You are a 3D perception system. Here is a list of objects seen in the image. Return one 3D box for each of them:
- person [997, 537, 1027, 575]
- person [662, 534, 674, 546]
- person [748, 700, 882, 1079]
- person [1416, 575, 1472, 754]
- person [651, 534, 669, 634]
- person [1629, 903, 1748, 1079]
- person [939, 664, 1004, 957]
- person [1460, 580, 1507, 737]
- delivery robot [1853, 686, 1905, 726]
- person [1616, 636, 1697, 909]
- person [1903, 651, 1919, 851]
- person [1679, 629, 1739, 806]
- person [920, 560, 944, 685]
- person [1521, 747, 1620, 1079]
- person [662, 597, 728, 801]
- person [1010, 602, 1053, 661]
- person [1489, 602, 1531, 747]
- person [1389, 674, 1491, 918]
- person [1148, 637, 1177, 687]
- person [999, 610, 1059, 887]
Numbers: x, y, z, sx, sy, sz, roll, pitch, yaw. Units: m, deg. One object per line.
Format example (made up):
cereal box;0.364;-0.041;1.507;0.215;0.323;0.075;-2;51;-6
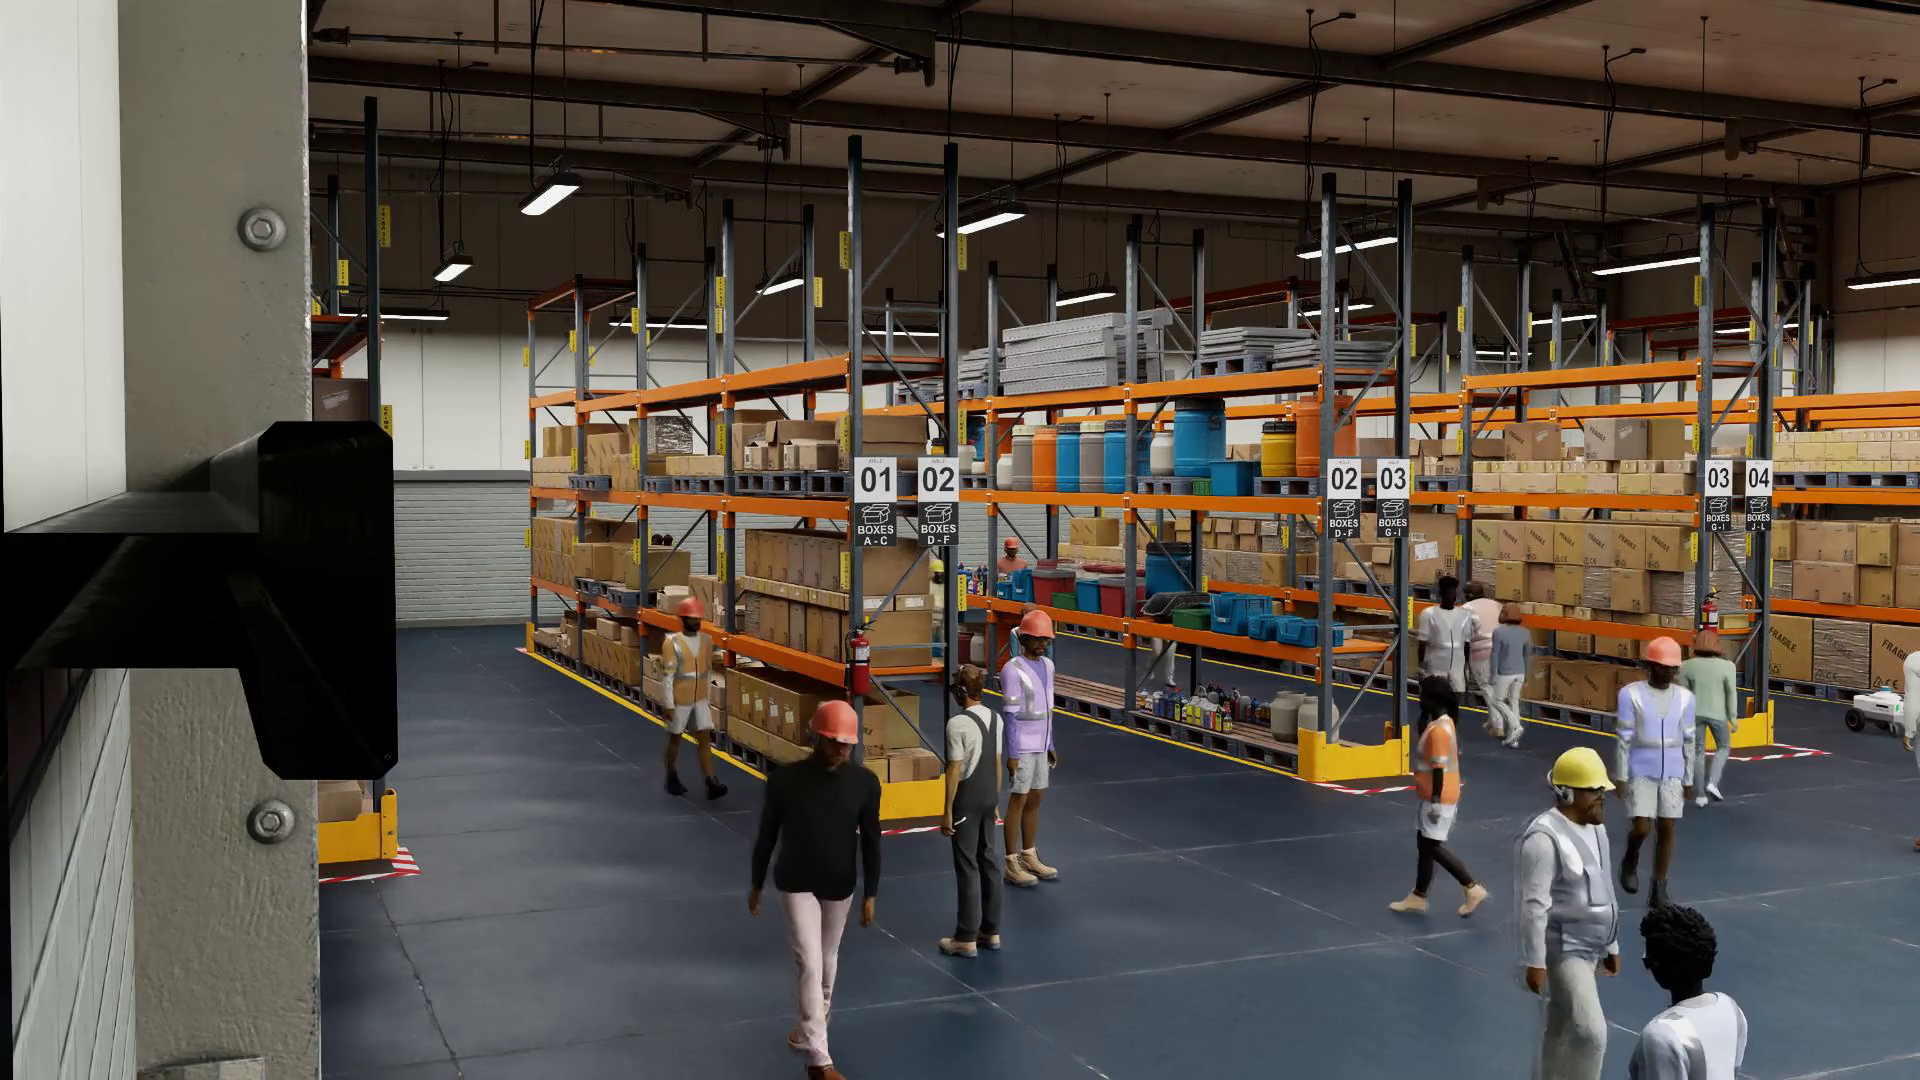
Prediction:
person;0.844;0.942;29.557;0.613;1.995;0.391;-1;2;-21
person;-5.619;0.822;34.441;0.535;1.859;0.309;-1;3;-29
person;-0.749;1.760;9.237;0.654;1.929;0.987;-1;2;-17
person;5.305;1.347;19.711;0.627;1.941;0.753;0;2;-7
person;-5.555;0.846;33.046;0.600;1.917;0.358;2;3;43
person;2.299;2.006;5.687;0.532;1.693;0.319;-2;3;-44
person;0.081;1.713;11.488;0.330;1.839;0.503;2;3;38
person;6.077;1.377;20.834;0.633;1.791;0.741;-1;2;-22
delivery robot;10.840;1.955;20.990;0.477;0.478;0.707;-1;2;-17
person;4.887;1.627;12.600;0.562;1.922;0.494;0;2;1
person;7.916;1.552;14.409;0.629;1.936;0.371;1;2;14
person;6.866;1.626;16.433;0.533;1.619;0.351;2;3;35
person;-0.286;1.192;25.614;0.601;1.808;0.710;-2;3;-41
person;2.860;1.850;8.096;0.610;1.815;0.620;2;3;42
person;-2.518;1.483;16.796;0.567;1.883;1.011;-2;3;-36
person;0.775;1.499;19.603;0.523;1.638;0.310;-1;2;-20
person;6.126;1.500;19.862;0.515;1.617;0.419;-1;2;-21
person;3.295;1.759;12.278;0.598;1.689;0.547;1;2;17
person;2.914;1.272;25.724;0.522;1.622;0.524;-1;2;-18
person;0.549;1.539;13.405;0.395;2.040;0.609;2;3;35
